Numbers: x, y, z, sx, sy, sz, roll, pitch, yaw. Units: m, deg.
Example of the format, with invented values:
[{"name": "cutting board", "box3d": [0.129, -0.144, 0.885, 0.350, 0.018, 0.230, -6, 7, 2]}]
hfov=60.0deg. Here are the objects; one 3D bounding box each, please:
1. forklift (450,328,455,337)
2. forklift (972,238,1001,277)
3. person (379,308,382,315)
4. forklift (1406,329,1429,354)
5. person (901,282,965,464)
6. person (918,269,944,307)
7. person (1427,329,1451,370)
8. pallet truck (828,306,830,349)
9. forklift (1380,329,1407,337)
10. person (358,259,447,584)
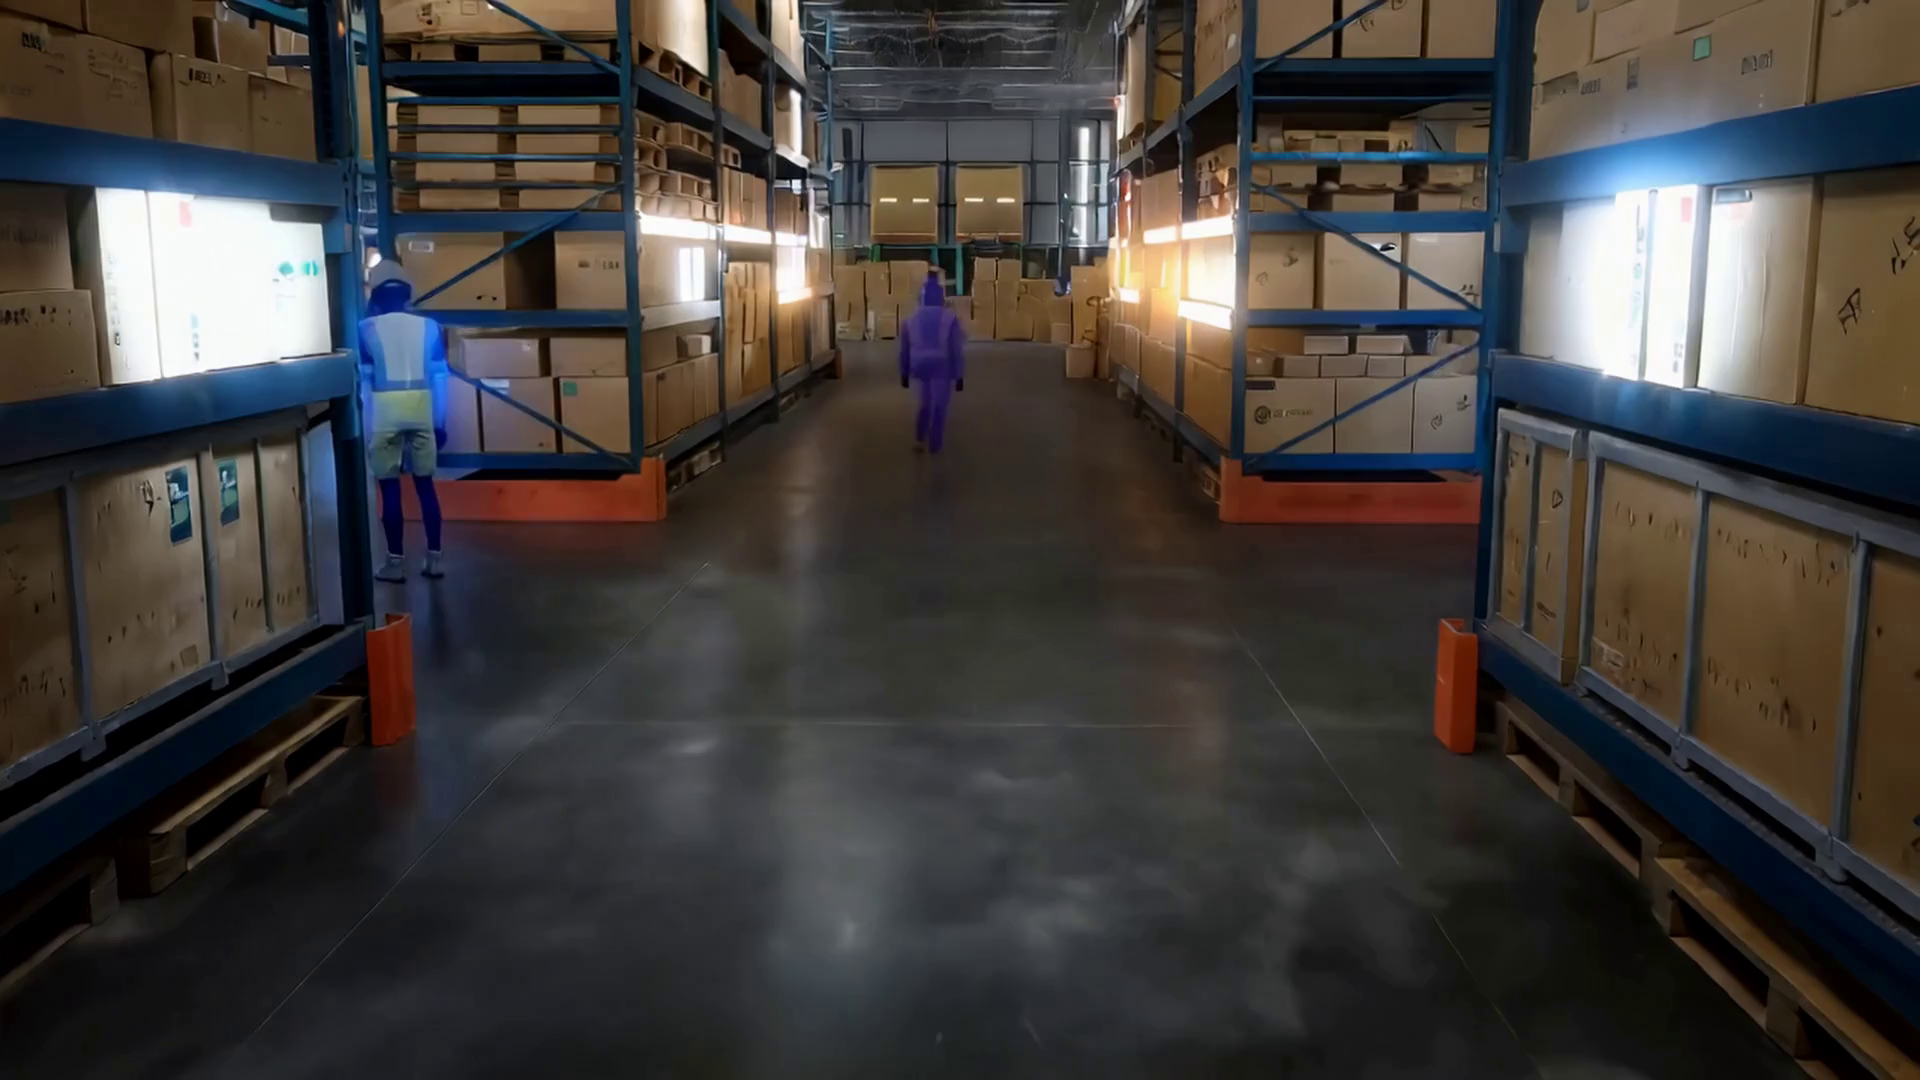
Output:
[{"name": "forklift", "box3d": [-13.017, -6.754, 44.018, 1.129, 2.768, 1.873, 0, 9, 1]}, {"name": "forklift", "box3d": [0.867, -8.532, 54.668, 1.129, 2.768, 1.873, 0, 9, 1]}, {"name": "person", "box3d": [-6.748, -2.084, 19.771, 0.507, 1.631, 0.266, -9, 13, -43]}, {"name": "forklift", "box3d": [8.783, -4.744, 31.979, 1.873, 2.768, 1.129, -5, 11, -28]}, {"name": "person", "box3d": [-0.264, -1.668, 16.719, 0.665, 1.818, 0.443, 4, 10, 22]}, {"name": "person", "box3d": [-0.487, -4.458, 33.224, 0.757, 1.893, 0.597, -6, 11, -33]}, {"name": "person", "box3d": [7.942, -3.393, 27.588, 0.514, 1.642, 0.310, -6, 11, -34]}, {"name": "pallet truck", "box3d": [-3.100, -3.940, 29.800, 1.885, 1.965, 0.823, 3, 10, 19]}, {"name": "forklift", "box3d": [6.571, -3.923, 27.060, 1.129, 2.768, 1.873, 0, 9, 1]}, {"name": "person", "box3d": [-3.559, -0.744, 10.528, 0.614, 2.039, 0.394, -8, 12, -40]}]
